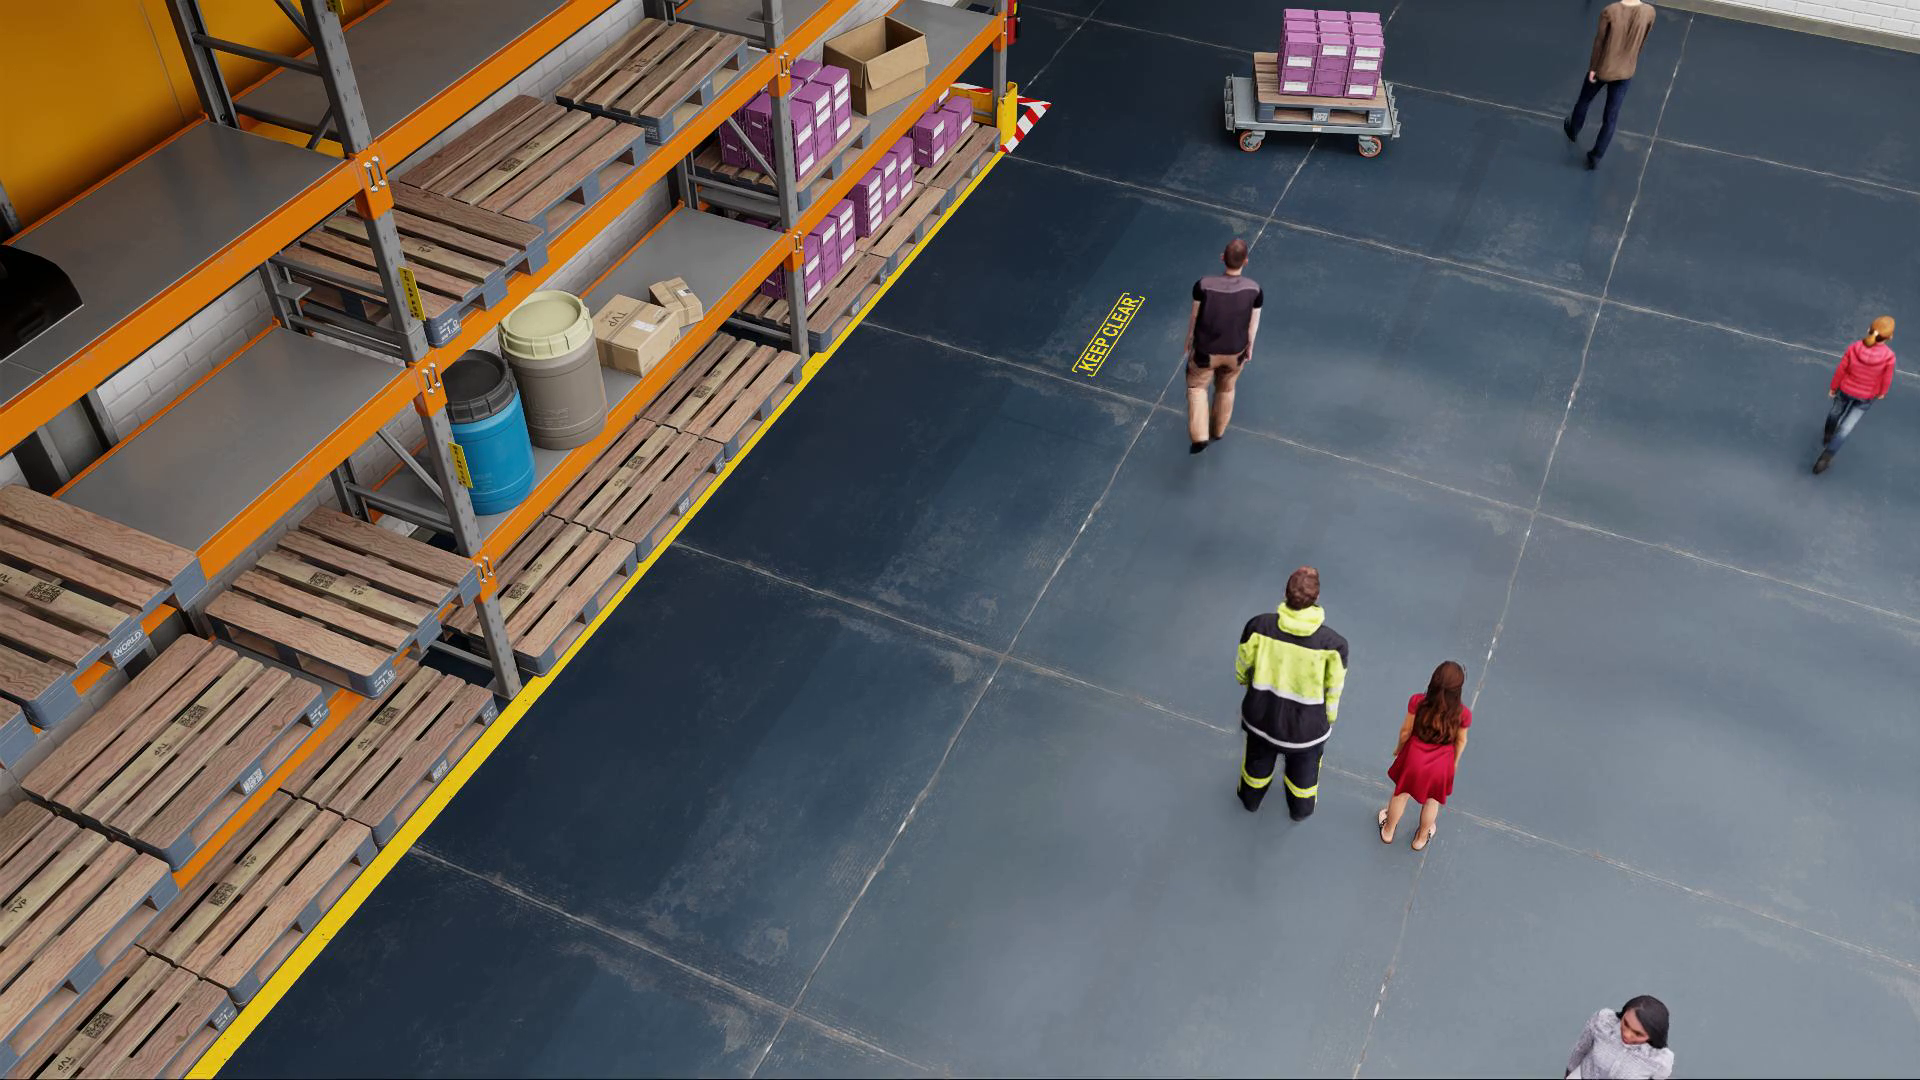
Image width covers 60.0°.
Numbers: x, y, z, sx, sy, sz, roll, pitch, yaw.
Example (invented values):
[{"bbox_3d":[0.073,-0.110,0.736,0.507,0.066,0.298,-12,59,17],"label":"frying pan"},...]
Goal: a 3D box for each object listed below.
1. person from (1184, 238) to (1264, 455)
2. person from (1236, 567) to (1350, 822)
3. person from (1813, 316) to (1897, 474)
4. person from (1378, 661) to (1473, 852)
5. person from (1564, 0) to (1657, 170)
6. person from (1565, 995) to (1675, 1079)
[{"bbox_3d":[1.917,-1.387,12.340,0.880,1.823,1.041,4,44,4],"label":"person"},{"bbox_3d":[1.901,0.969,9.762,0.812,1.969,0.691,16,46,16],"label":"person"},{"bbox_3d":[6.657,-1.057,12.381,0.687,1.290,0.915,33,53,30],"label":"person"},{"bbox_3d":[2.740,1.263,9.756,0.561,1.550,0.624,13,45,13],"label":"person"},{"bbox_3d":[6.058,-4.312,15.385,0.856,1.858,1.086,5,44,6],"label":"person"},{"bbox_3d":[3.201,2.691,8.146,0.794,1.703,0.999,34,53,30],"label":"person"}]
